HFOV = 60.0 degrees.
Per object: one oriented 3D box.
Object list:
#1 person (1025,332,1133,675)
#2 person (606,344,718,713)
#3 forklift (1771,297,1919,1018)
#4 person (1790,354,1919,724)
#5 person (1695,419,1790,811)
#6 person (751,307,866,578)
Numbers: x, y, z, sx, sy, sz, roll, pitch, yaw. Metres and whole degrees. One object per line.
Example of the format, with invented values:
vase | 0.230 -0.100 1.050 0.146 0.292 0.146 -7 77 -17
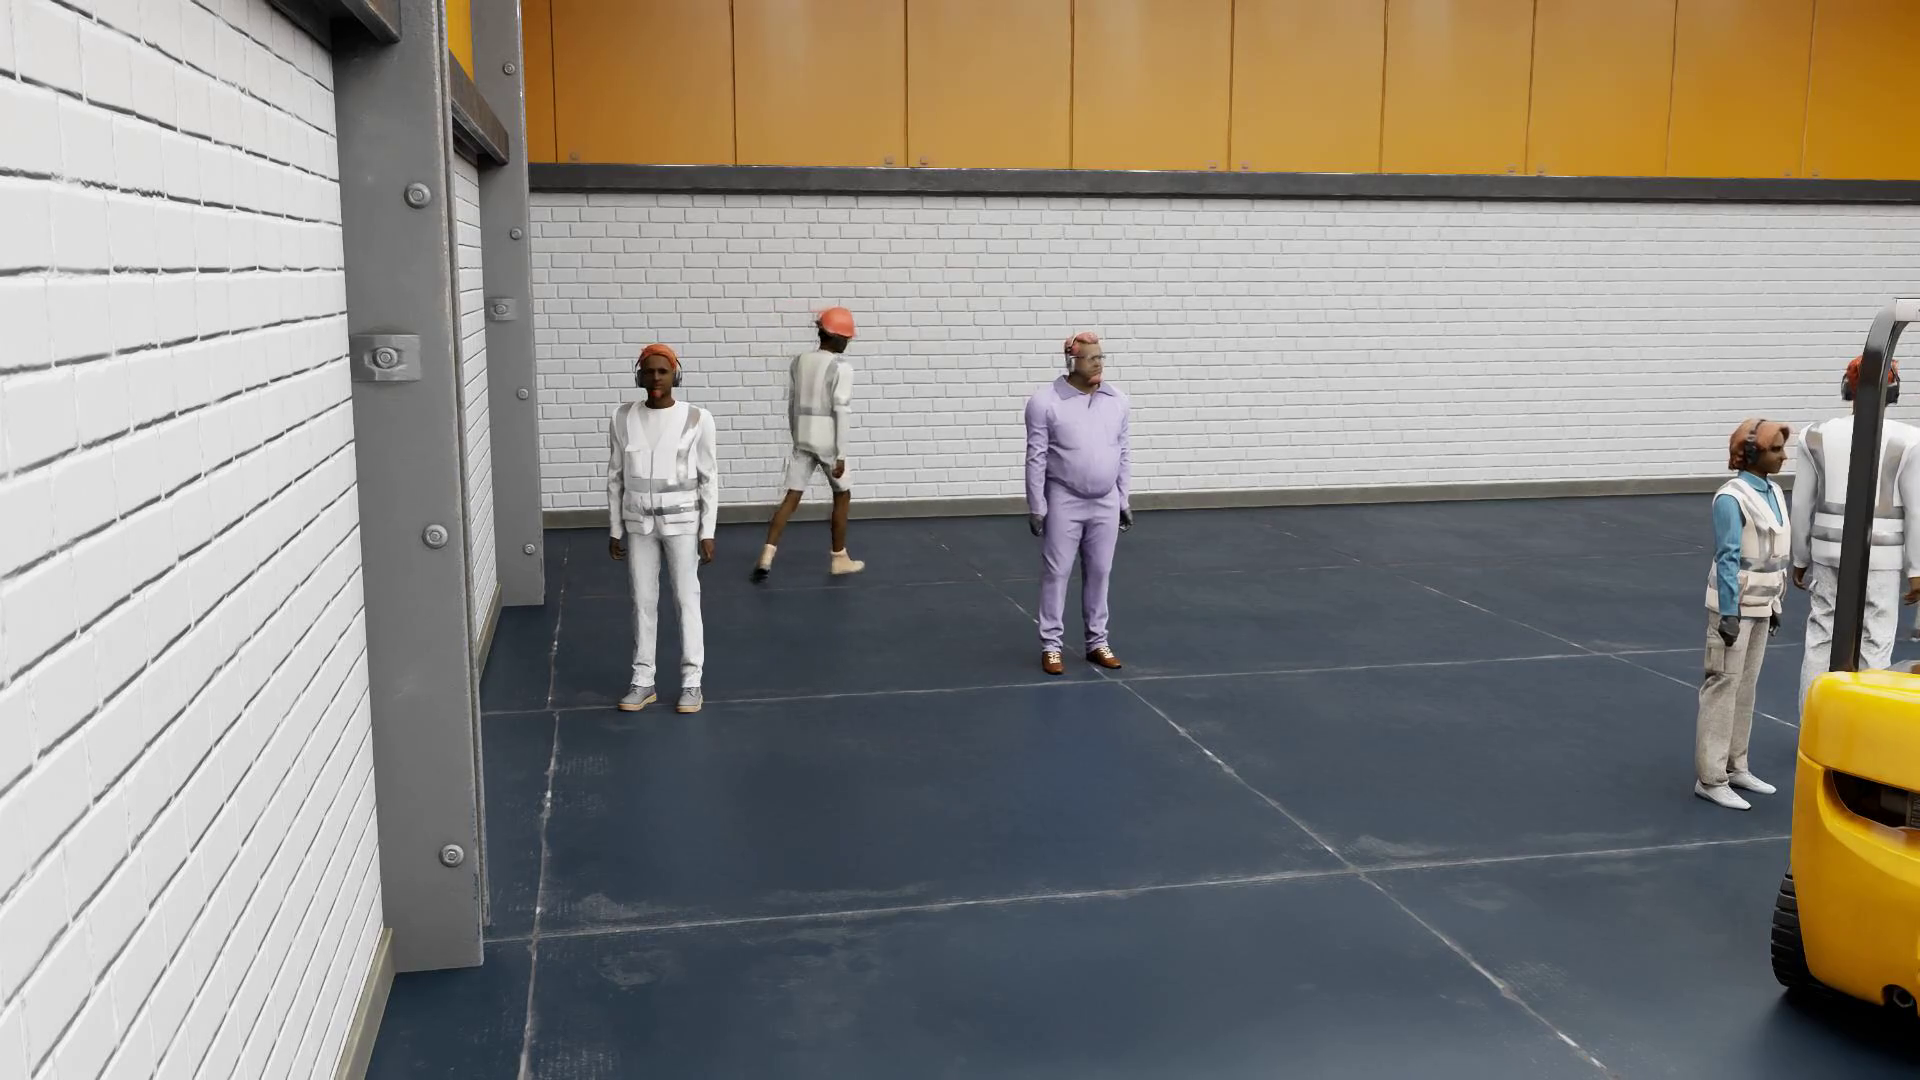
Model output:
person | 0.684 -0.204 9.328 0.653 1.906 0.408 -4 10 -21
person | -1.523 -0.055 8.486 0.582 1.884 0.351 1 9 8
forklift | 3.542 0.334 5.177 2.313 2.155 1.214 -9 13 -43
person | 4.077 0.098 7.558 0.355 1.884 0.574 -9 13 -43
person | 3.322 0.303 7.050 0.307 1.641 0.513 9 13 44
person | -1.096 -0.688 12.073 0.648 2.002 0.866 7 11 36
